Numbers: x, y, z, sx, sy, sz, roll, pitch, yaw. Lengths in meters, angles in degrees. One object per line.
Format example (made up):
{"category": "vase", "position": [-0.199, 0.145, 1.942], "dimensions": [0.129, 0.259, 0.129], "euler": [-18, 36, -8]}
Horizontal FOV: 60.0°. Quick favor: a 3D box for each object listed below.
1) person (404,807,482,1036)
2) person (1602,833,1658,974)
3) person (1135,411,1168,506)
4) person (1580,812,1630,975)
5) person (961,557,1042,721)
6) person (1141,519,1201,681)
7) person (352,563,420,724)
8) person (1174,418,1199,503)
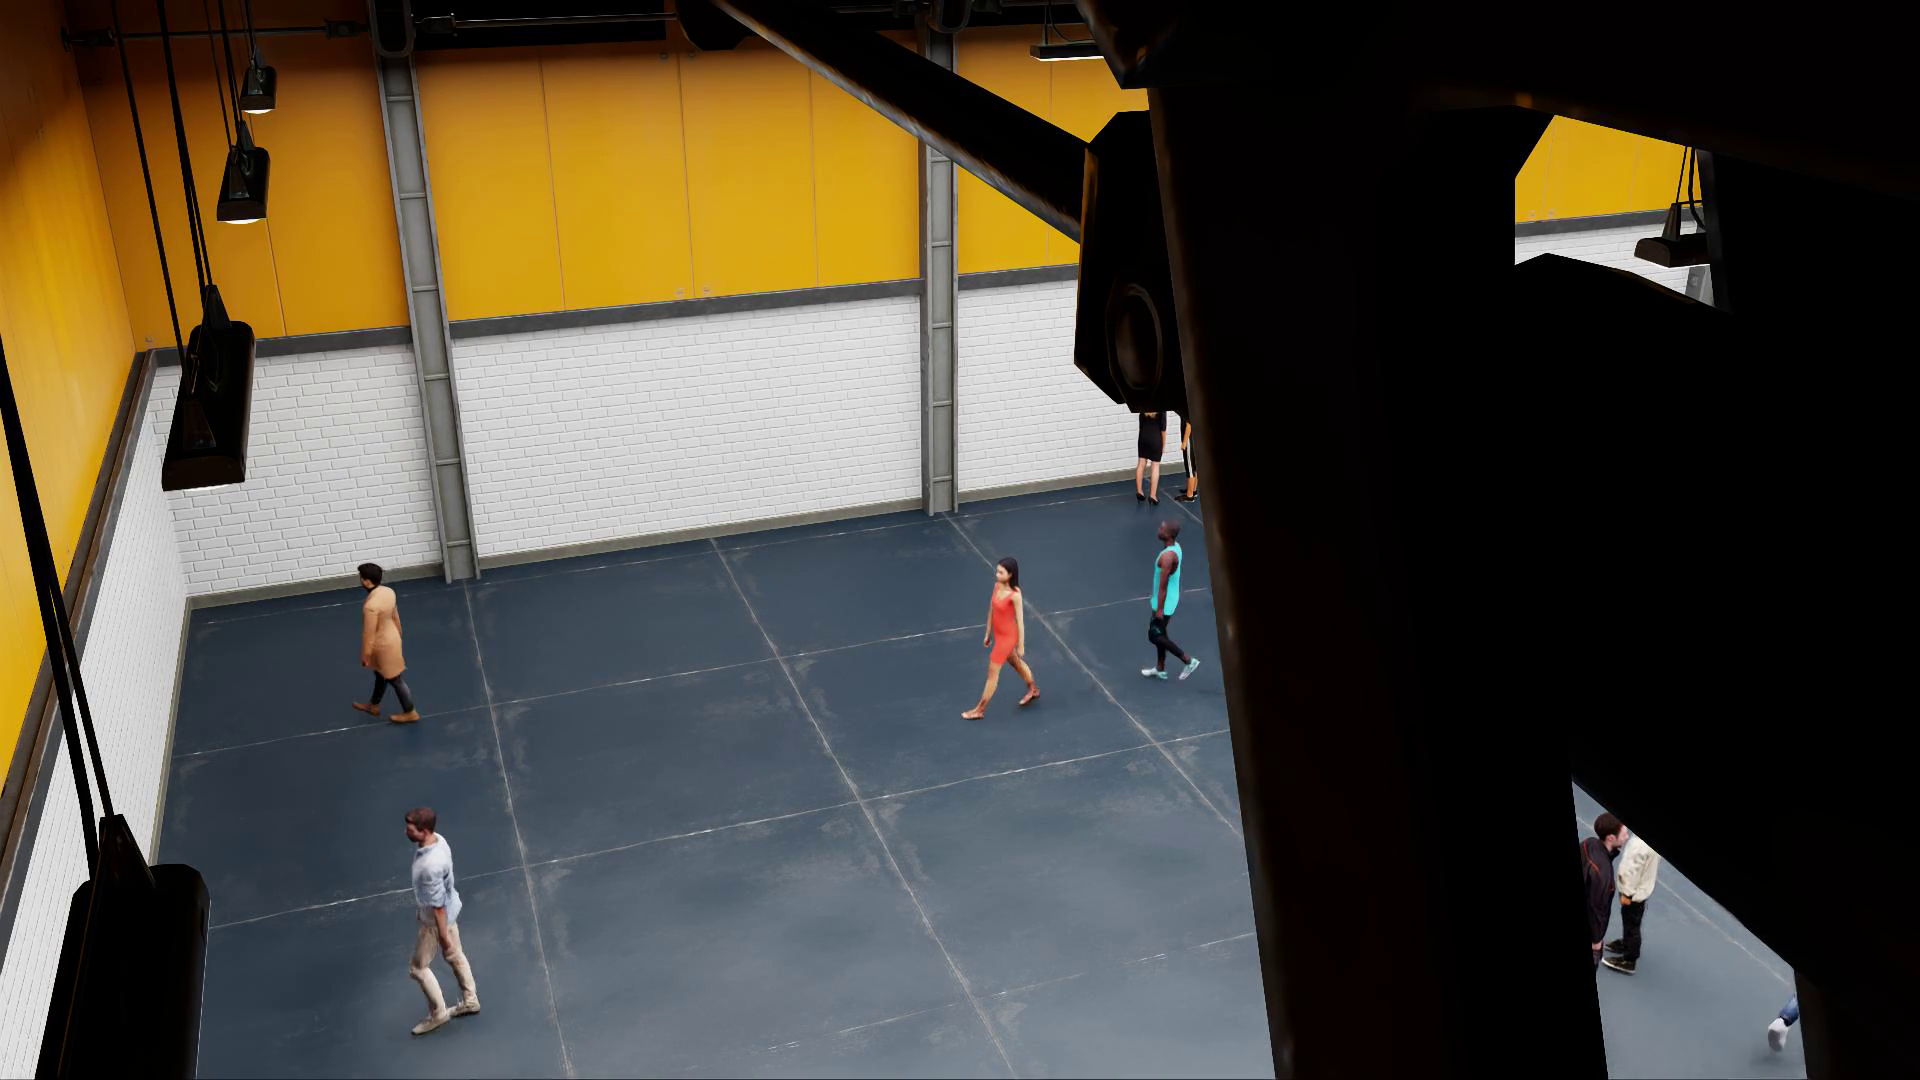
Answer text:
{"category": "person", "position": [-3.710, 2.733, 12.146], "dimensions": [0.745, 1.834, 0.690], "euler": [-5, 24, -12]}
{"category": "person", "position": [5.216, 2.655, 12.805], "dimensions": [0.711, 1.450, 0.653], "euler": [11, 26, 23]}
{"category": "person", "position": [2.455, -1.260, 21.479], "dimensions": [0.614, 1.674, 0.645], "euler": [15, 28, 31]}
{"category": "person", "position": [4.502, 2.777, 11.952], "dimensions": [0.741, 1.908, 0.764], "euler": [3, 24, 6]}
{"category": "person", "position": [0.522, 0.961, 16.404], "dimensions": [1.181, 1.671, 0.719], "euler": [-13, 27, -27]}
{"category": "person", "position": [2.181, 0.659, 16.940], "dimensions": [0.975, 1.795, 0.891], "euler": [8, 25, 18]}
{"category": "person", "position": [-5.526, 1.024, 16.217], "dimensions": [1.041, 1.705, 0.882], "euler": [1, 24, 2]}
{"category": "person", "position": [3.016, -1.321, 21.629], "dimensions": [0.723, 1.667, 0.671], "euler": [9, 25, 20]}
